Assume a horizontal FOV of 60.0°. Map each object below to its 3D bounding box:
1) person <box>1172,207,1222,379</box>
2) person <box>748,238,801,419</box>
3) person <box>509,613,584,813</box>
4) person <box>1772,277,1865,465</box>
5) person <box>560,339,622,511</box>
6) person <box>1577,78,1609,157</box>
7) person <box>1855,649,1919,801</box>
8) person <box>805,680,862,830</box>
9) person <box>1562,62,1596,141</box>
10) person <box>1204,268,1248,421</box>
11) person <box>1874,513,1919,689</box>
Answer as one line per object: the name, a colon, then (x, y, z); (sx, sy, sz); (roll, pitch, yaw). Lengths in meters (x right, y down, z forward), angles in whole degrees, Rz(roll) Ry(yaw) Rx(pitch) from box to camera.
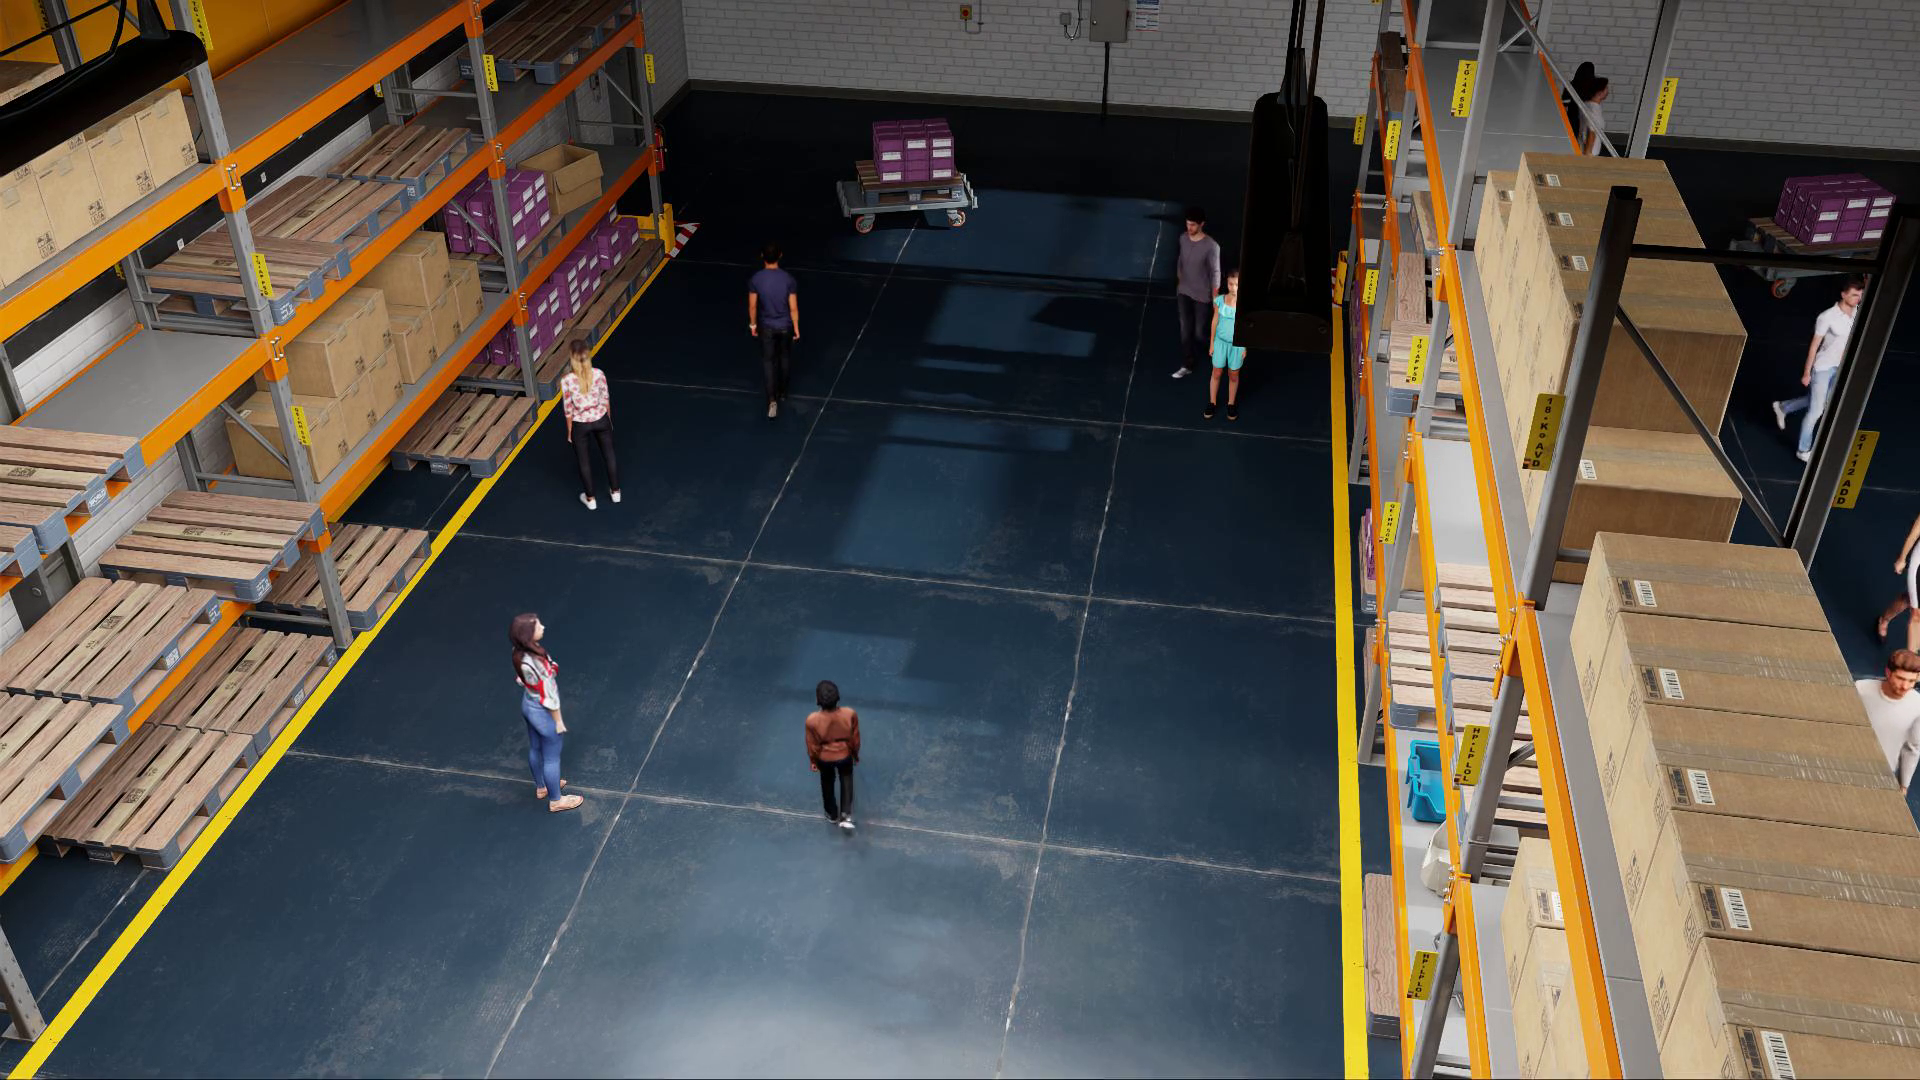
person: (2.451, -2.537, 16.908); (1.060, 1.827, 0.981); (-28, 43, -35)
person: (-1.806, -2.039, 16.210); (0.841, 1.769, 1.141); (-3, 34, -5)
person: (-2.900, 1.174, 11.517); (0.708, 1.613, 0.655); (-23, 40, -30)
person: (8.033, -1.637, 15.547); (0.990, 1.833, 1.114); (-14, 36, -20)
person: (-3.301, -1.036, 14.825); (0.650, 1.632, 0.683); (-16, 37, -22)
person: (7.476, -4.648, 20.079); (0.872, 1.831, 1.071); (-1, 34, -1)
person: (5.903, 1.427, 10.892); (0.781, 1.884, 0.884); (12, 36, 18)
person: (-0.854, 1.498, 11.362); (0.656, 1.245, 0.769); (-6, 34, -9)
person: (7.854, -5.289, 21.217); (0.637, 1.639, 0.626); (11, 35, 16)
person: (2.626, -1.923, 16.225); (0.541, 1.558, 0.539); (7, 34, 10)
person: (7.467, 0.189, 12.878); (0.711, 1.747, 1.142); (1, 34, 2)
